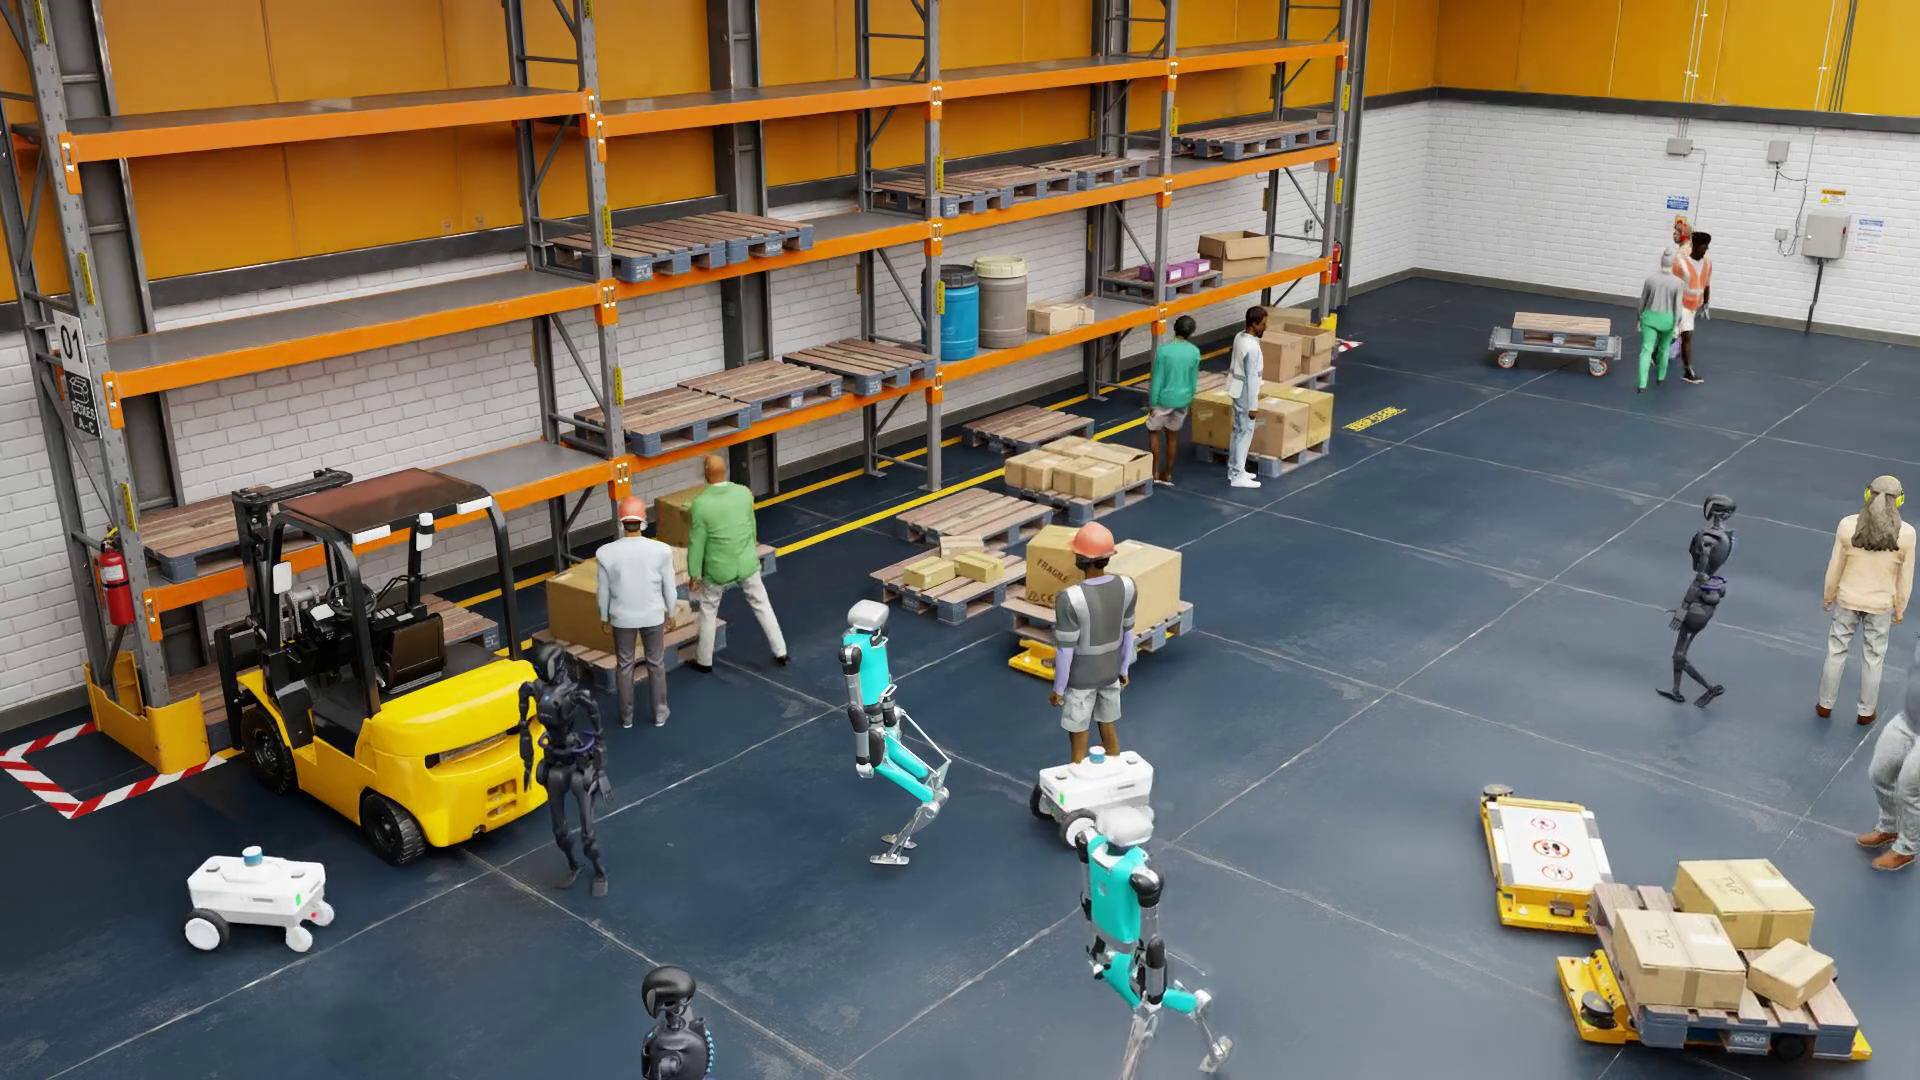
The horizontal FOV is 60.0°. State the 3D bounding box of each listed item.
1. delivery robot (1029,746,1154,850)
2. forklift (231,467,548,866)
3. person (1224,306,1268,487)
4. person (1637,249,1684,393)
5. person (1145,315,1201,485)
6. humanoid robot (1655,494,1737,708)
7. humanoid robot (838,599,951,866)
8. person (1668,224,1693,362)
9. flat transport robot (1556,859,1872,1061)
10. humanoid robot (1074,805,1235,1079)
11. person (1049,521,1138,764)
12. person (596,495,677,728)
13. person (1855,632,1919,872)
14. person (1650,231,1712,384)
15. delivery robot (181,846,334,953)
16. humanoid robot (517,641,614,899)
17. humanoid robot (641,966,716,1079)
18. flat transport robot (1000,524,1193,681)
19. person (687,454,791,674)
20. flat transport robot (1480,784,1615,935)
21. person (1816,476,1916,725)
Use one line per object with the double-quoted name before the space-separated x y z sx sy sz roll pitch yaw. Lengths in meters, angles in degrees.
"delivery robot" 0.859 1.634 10.738 0.818 0.614 0.499 -9 22 -22
"forklift" -3.730 0.710 10.856 2.313 2.155 1.214 17 26 38
"person" 2.958 -1.481 17.206 0.409 1.908 0.596 -2 20 -4
"person" 8.758 -2.761 20.843 0.529 1.789 0.968 10 23 26
"person" 2.173 -1.423 17.162 0.565 1.816 0.492 -6 21 -15
"humanoid robot" 5.512 0.458 12.324 0.503 1.646 0.606 13 24 30
"humanoid robot" -0.334 1.189 10.016 0.735 1.677 0.533 7 21 18
"person" 9.614 -3.302 22.238 0.386 1.837 0.562 13 24 32
"flat transport robot" 4.002 2.458 8.892 1.431 0.231 0.659 2 20 7
"humanoid robot" 1.009 1.996 8.076 0.969 1.776 0.557 -14 25 -34
"person" 0.836 0.853 10.677 0.611 2.047 0.361 -13 24 -31
"person" -2.323 0.522 12.012 0.571 1.740 0.351 -4 21 -10
"person" 5.824 1.184 10.010 0.387 1.882 0.725 -2 20 -5
"person" 9.350 -3.051 21.458 0.613 1.906 1.021 -8 22 -21
"delivery robot" -4.059 2.055 9.587 0.801 0.608 0.499 2 20 7
"humanoid robot" -2.332 1.343 9.882 0.609 1.636 0.351 6 21 16
"humanoid robot" -1.130 2.466 6.815 0.315 1.657 0.599 -1 20 -2
"flat transport robot" 1.090 0.807 13.365 0.659 0.231 1.431 16 26 37
"person" -1.758 0.197 12.893 0.756 1.748 0.515 -10 23 -26
"flat transport robot" 3.613 1.956 10.252 0.659 0.231 1.431 4 21 11
"person" 6.548 0.442 12.036 0.552 1.877 0.402 12 24 30
